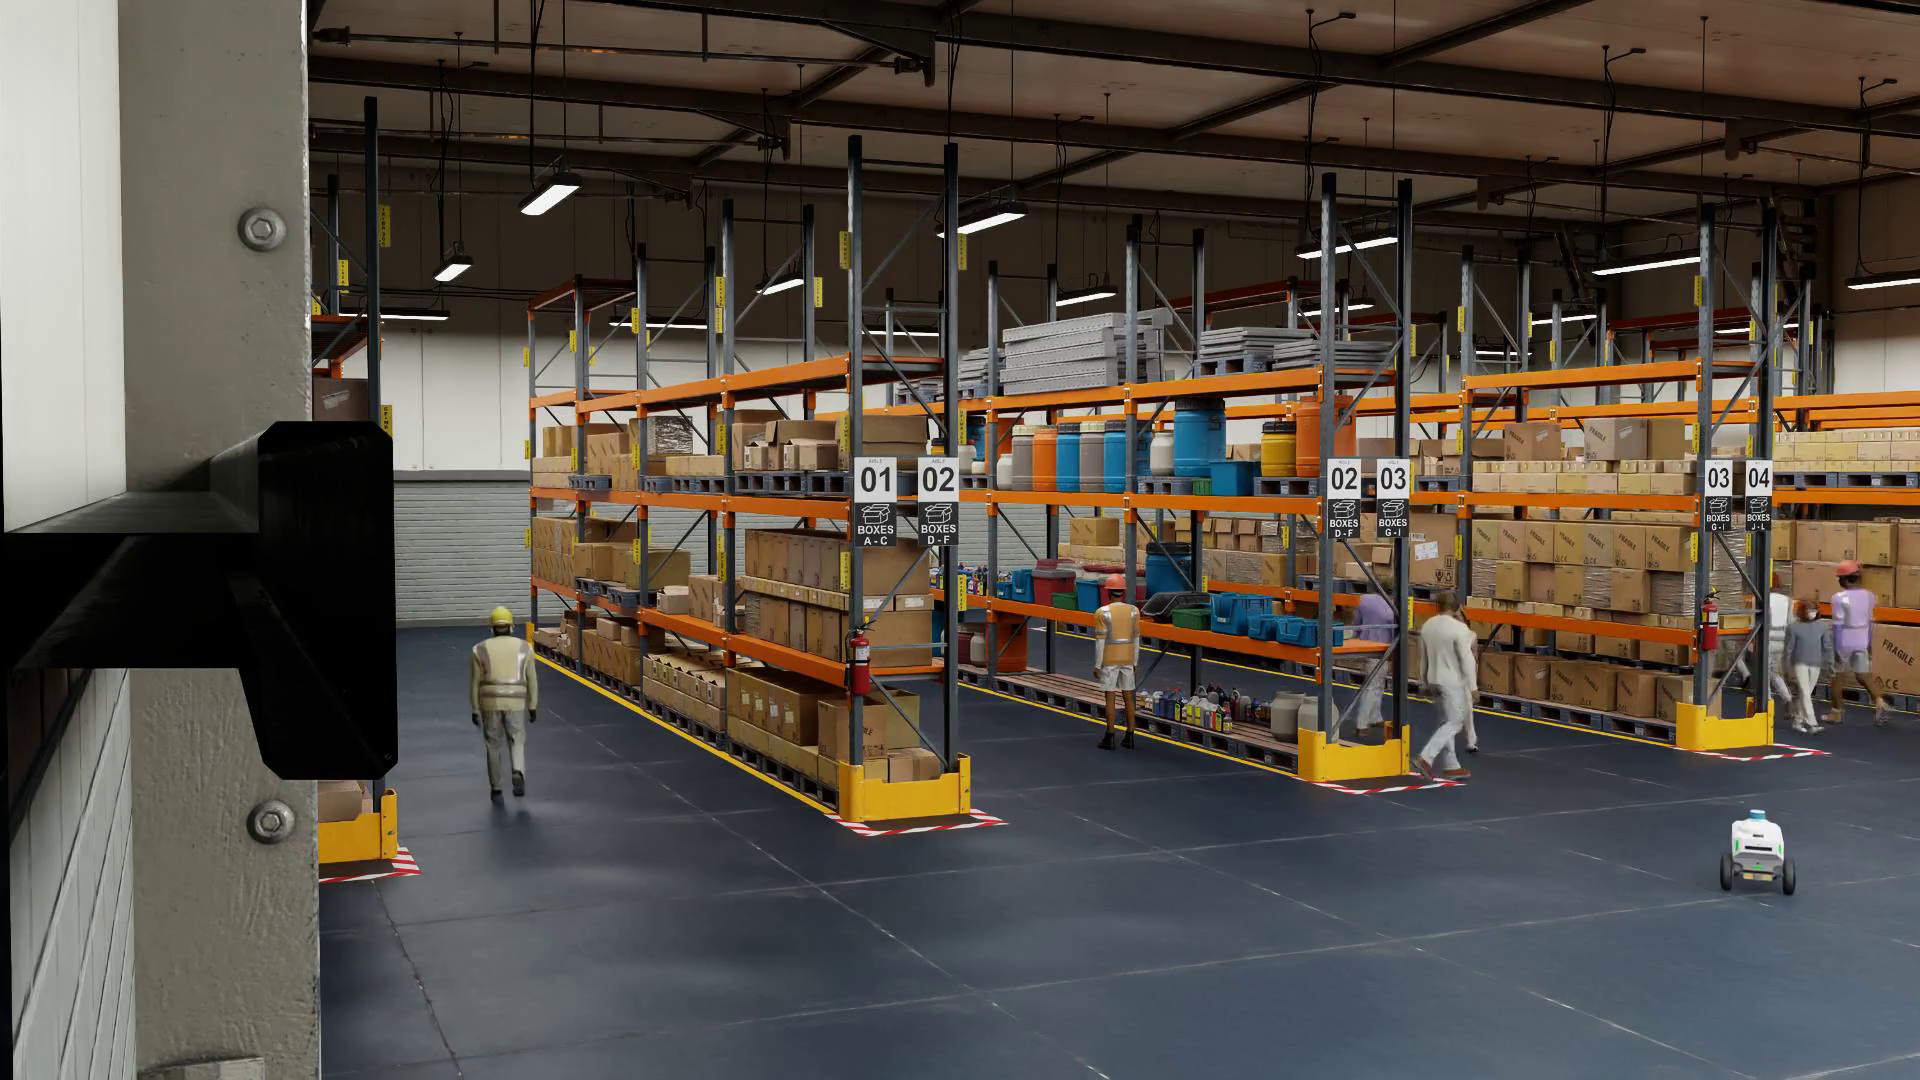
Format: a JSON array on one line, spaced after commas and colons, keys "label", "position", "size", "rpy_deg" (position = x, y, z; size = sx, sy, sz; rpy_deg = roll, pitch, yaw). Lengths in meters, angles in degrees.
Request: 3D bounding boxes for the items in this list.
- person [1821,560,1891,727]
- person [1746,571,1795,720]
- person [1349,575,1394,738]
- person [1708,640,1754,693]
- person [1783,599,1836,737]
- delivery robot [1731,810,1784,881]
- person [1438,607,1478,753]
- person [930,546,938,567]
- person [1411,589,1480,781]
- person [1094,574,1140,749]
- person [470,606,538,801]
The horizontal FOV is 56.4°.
[{"label": "person", "position": [10.745, 1.243, 21.489], "size": [0.610, 2.015, 0.869], "rpy_deg": [-1, 2, -13]}, {"label": "person", "position": [9.850, 1.304, 21.768], "size": [0.580, 1.874, 0.448], "rpy_deg": [-1, 2, -19]}, {"label": "person", "position": [4.873, 1.338, 20.727], "size": [0.719, 1.882, 0.712], "rpy_deg": [-1, 2, -27]}, {"label": "person", "position": [10.630, 1.219, 24.876], "size": [0.595, 1.803, 0.834], "rpy_deg": [-1, 2, -25]}, {"label": "person", "position": [9.863, 1.479, 20.782], "size": [0.511, 1.582, 0.880], "rpy_deg": [0, 2, -2]}, {"label": "delivery robot", "position": [5.913, 2.250, 13.289], "size": [0.477, 0.478, 0.707], "rpy_deg": [1, 2, 22]}, {"label": "person", "position": [5.462, 1.520, 19.725], "size": [0.495, 1.583, 0.906], "rpy_deg": [0, 2, 3]}, {"label": "person", "position": [-0.507, 0.755, 34.599], "size": [0.407, 1.986, 0.614], "rpy_deg": [2, 3, 35]}, {"label": "person", "position": [4.763, 1.441, 17.696], "size": [0.737, 1.916, 0.646], "rpy_deg": [-1, 2, -23]}, {"label": "person", "position": [1.731, 1.341, 19.886], "size": [0.542, 1.938, 0.357], "rpy_deg": [-1, 2, -21]}, {"label": "person", "position": [-4.240, 1.527, 16.656], "size": [0.613, 1.811, 0.615], "rpy_deg": [-1, 2, -18]}]
